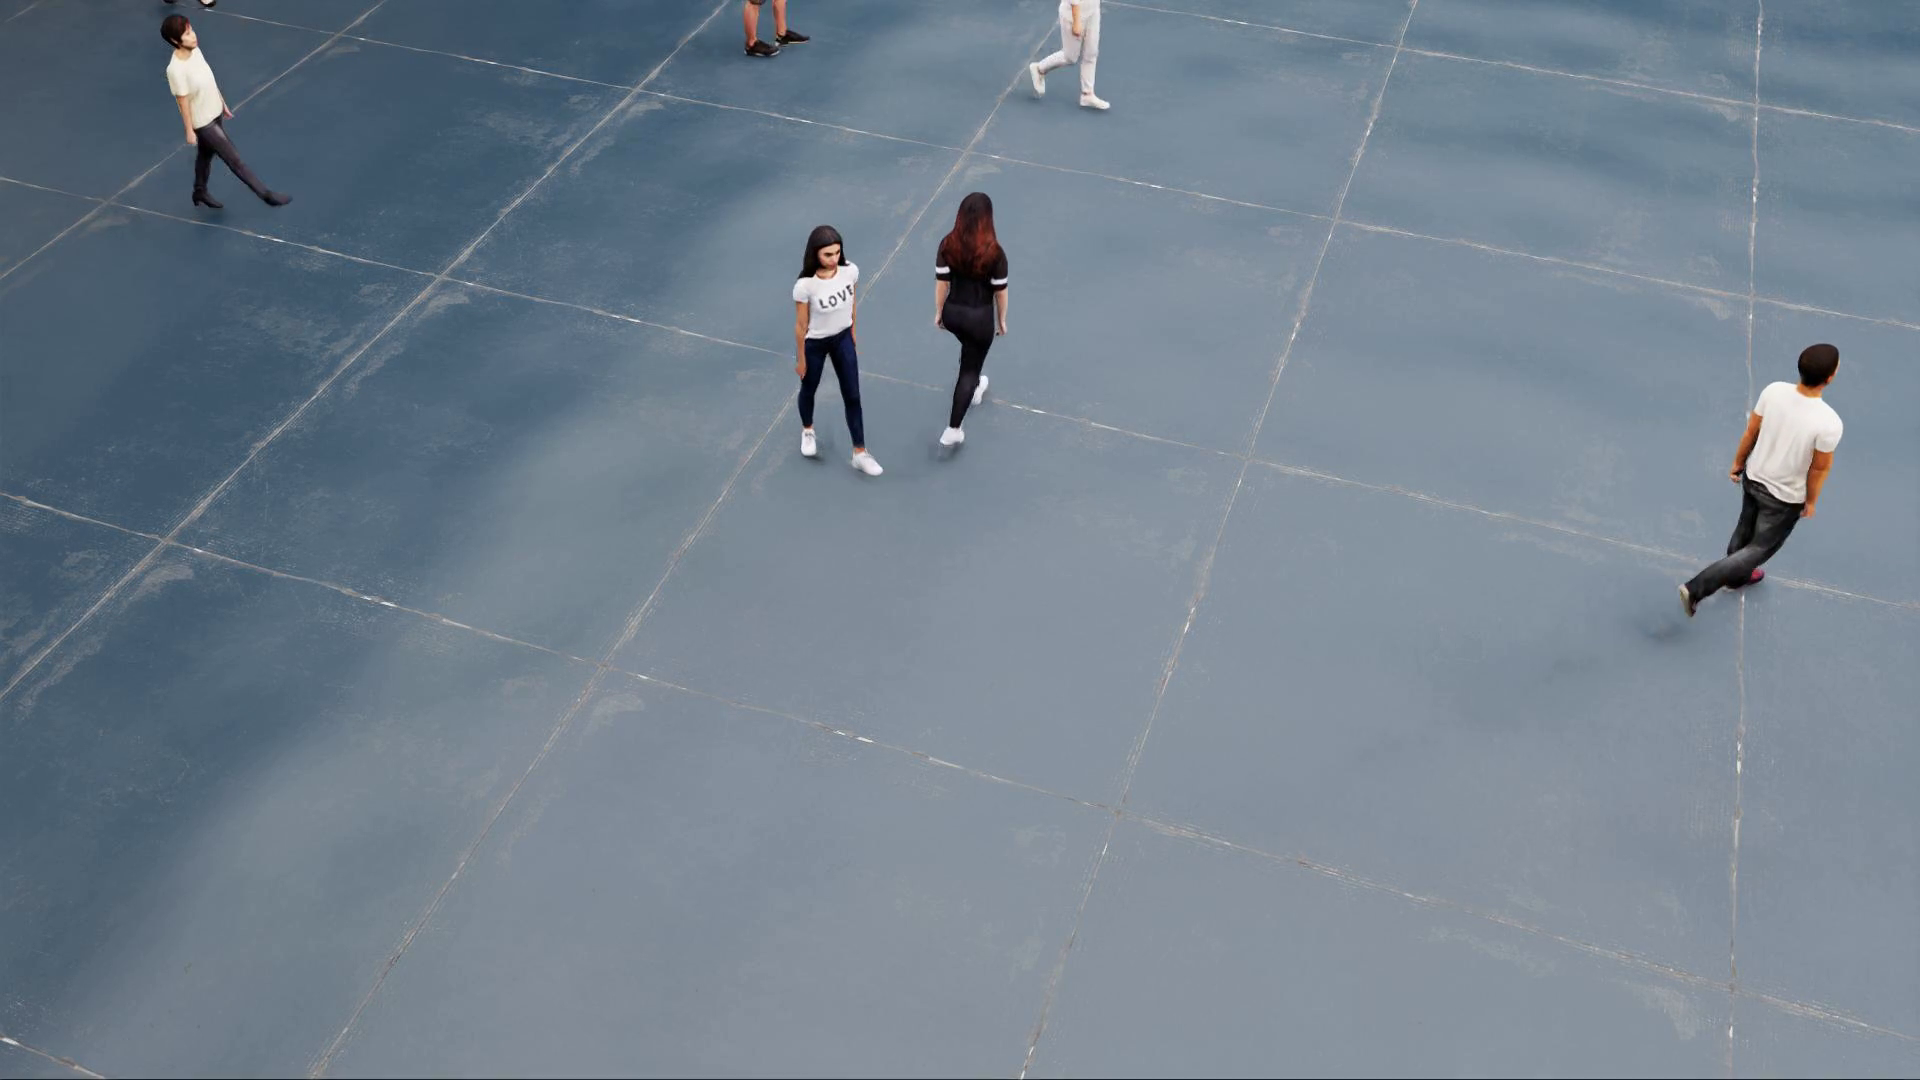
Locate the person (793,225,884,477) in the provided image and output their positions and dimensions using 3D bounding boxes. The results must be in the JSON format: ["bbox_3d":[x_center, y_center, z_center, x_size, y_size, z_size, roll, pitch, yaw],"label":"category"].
[{"bbox_3d":[-0.851,-1.197,10.075,0.914,1.744,1.017,-22,47,-21],"label":"person"}]

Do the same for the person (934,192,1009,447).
[{"bbox_3d":[0.033,-1.328,10.326,0.991,1.594,0.680,15,45,15],"label":"person"}]

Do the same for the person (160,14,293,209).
[{"bbox_3d":[-5.617,-3.087,12.246,1.093,1.544,0.832,0,43,0],"label":"person"}]

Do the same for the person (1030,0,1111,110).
[{"bbox_3d":[0.906,-4.283,13.431,0.984,1.675,0.709,21,47,21],"label":"person"}]

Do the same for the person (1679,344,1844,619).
[{"bbox_3d":[4.377,-0.276,9.058,1.118,1.787,1.062,-19,46,-19],"label":"person"}]

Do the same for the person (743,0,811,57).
[{"bbox_3d":[-1.787,-4.980,14.053,0.923,1.845,0.835,0,43,0],"label":"person"}]
